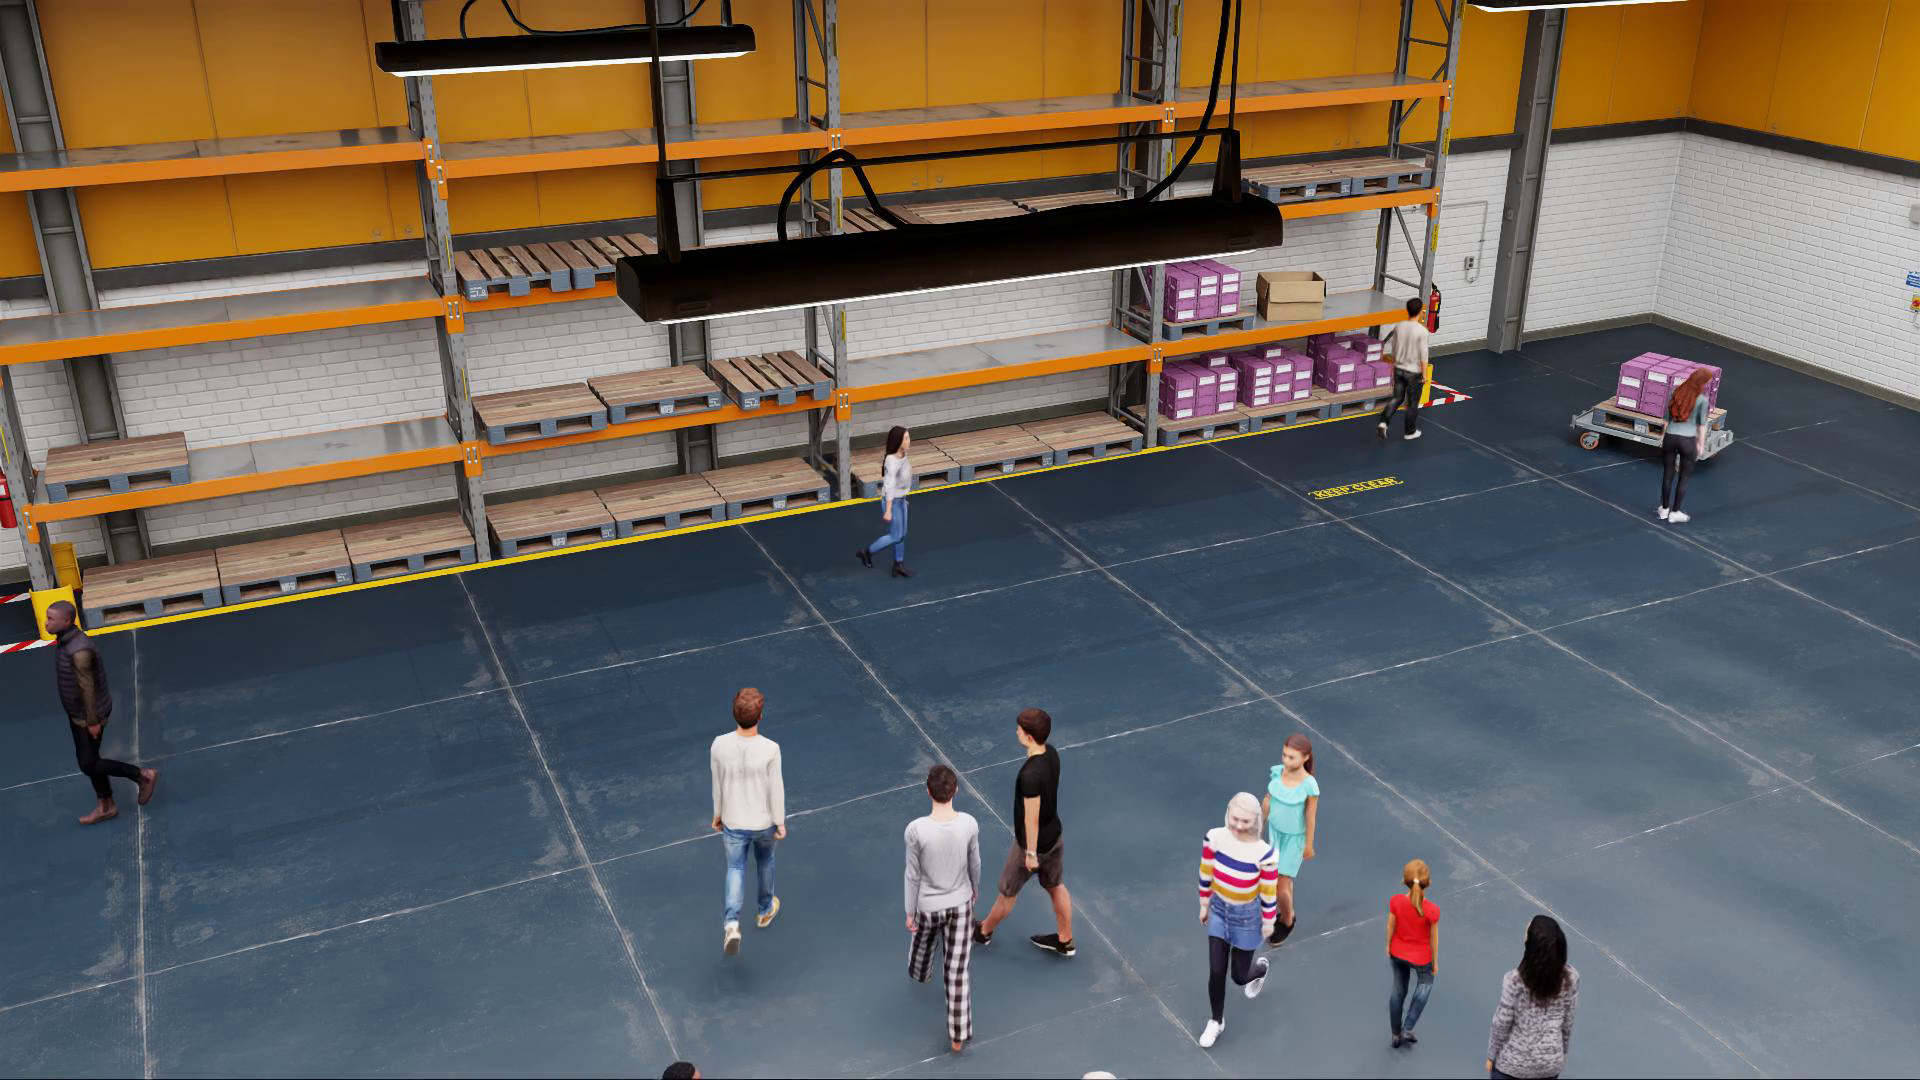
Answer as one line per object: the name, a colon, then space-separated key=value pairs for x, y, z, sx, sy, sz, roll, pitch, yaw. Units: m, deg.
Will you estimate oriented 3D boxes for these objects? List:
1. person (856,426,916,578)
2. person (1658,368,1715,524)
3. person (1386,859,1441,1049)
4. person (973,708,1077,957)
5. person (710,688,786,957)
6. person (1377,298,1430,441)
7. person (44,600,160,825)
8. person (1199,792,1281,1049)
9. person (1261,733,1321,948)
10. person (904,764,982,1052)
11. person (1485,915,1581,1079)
person: x=-0.733 y=-0.364 z=16.503 sx=0.938 sy=1.616 sz=0.849 roll=4 pitch=24 yaw=8
person: x=7.758 y=-1.045 z=17.918 sx=0.691 sy=1.731 sz=0.680 roll=15 pitch=28 yaw=31
person: x=2.735 y=2.575 z=10.172 sx=0.585 sy=1.301 sz=0.628 roll=15 pitch=28 yaw=30
person: x=0.586 y=1.964 z=10.910 sx=1.162 sy=1.829 sz=1.120 roll=9 pitch=25 yaw=19
person: x=-1.419 y=1.890 z=11.016 sx=1.112 sy=1.881 sz=1.070 roll=3 pitch=24 yaw=7
person: x=5.370 y=-2.024 z=20.078 sx=1.041 sy=1.794 sz=0.834 roll=-19 pitch=30 yaw=-37
person: x=-6.462 y=1.279 z=12.481 sx=0.944 sy=1.826 sz=0.851 roll=-19 pitch=30 yaw=-37
person: x=1.739 y=2.278 z=10.246 sx=0.904 sy=1.787 sz=1.033 roll=16 pitch=28 yaw=33
person: x=2.265 y=1.975 z=11.237 sx=0.633 sy=1.548 sz=0.590 roll=-15 pitch=28 yaw=-31
person: x=-0.079 y=2.292 z=10.197 sx=1.170 sy=1.800 sz=0.912 roll=-5 pitch=24 yaw=-10
person: x=3.108 y=2.813 z=9.095 sx=0.576 sy=1.729 sz=0.729 roll=-2 pitch=24 yaw=-5
